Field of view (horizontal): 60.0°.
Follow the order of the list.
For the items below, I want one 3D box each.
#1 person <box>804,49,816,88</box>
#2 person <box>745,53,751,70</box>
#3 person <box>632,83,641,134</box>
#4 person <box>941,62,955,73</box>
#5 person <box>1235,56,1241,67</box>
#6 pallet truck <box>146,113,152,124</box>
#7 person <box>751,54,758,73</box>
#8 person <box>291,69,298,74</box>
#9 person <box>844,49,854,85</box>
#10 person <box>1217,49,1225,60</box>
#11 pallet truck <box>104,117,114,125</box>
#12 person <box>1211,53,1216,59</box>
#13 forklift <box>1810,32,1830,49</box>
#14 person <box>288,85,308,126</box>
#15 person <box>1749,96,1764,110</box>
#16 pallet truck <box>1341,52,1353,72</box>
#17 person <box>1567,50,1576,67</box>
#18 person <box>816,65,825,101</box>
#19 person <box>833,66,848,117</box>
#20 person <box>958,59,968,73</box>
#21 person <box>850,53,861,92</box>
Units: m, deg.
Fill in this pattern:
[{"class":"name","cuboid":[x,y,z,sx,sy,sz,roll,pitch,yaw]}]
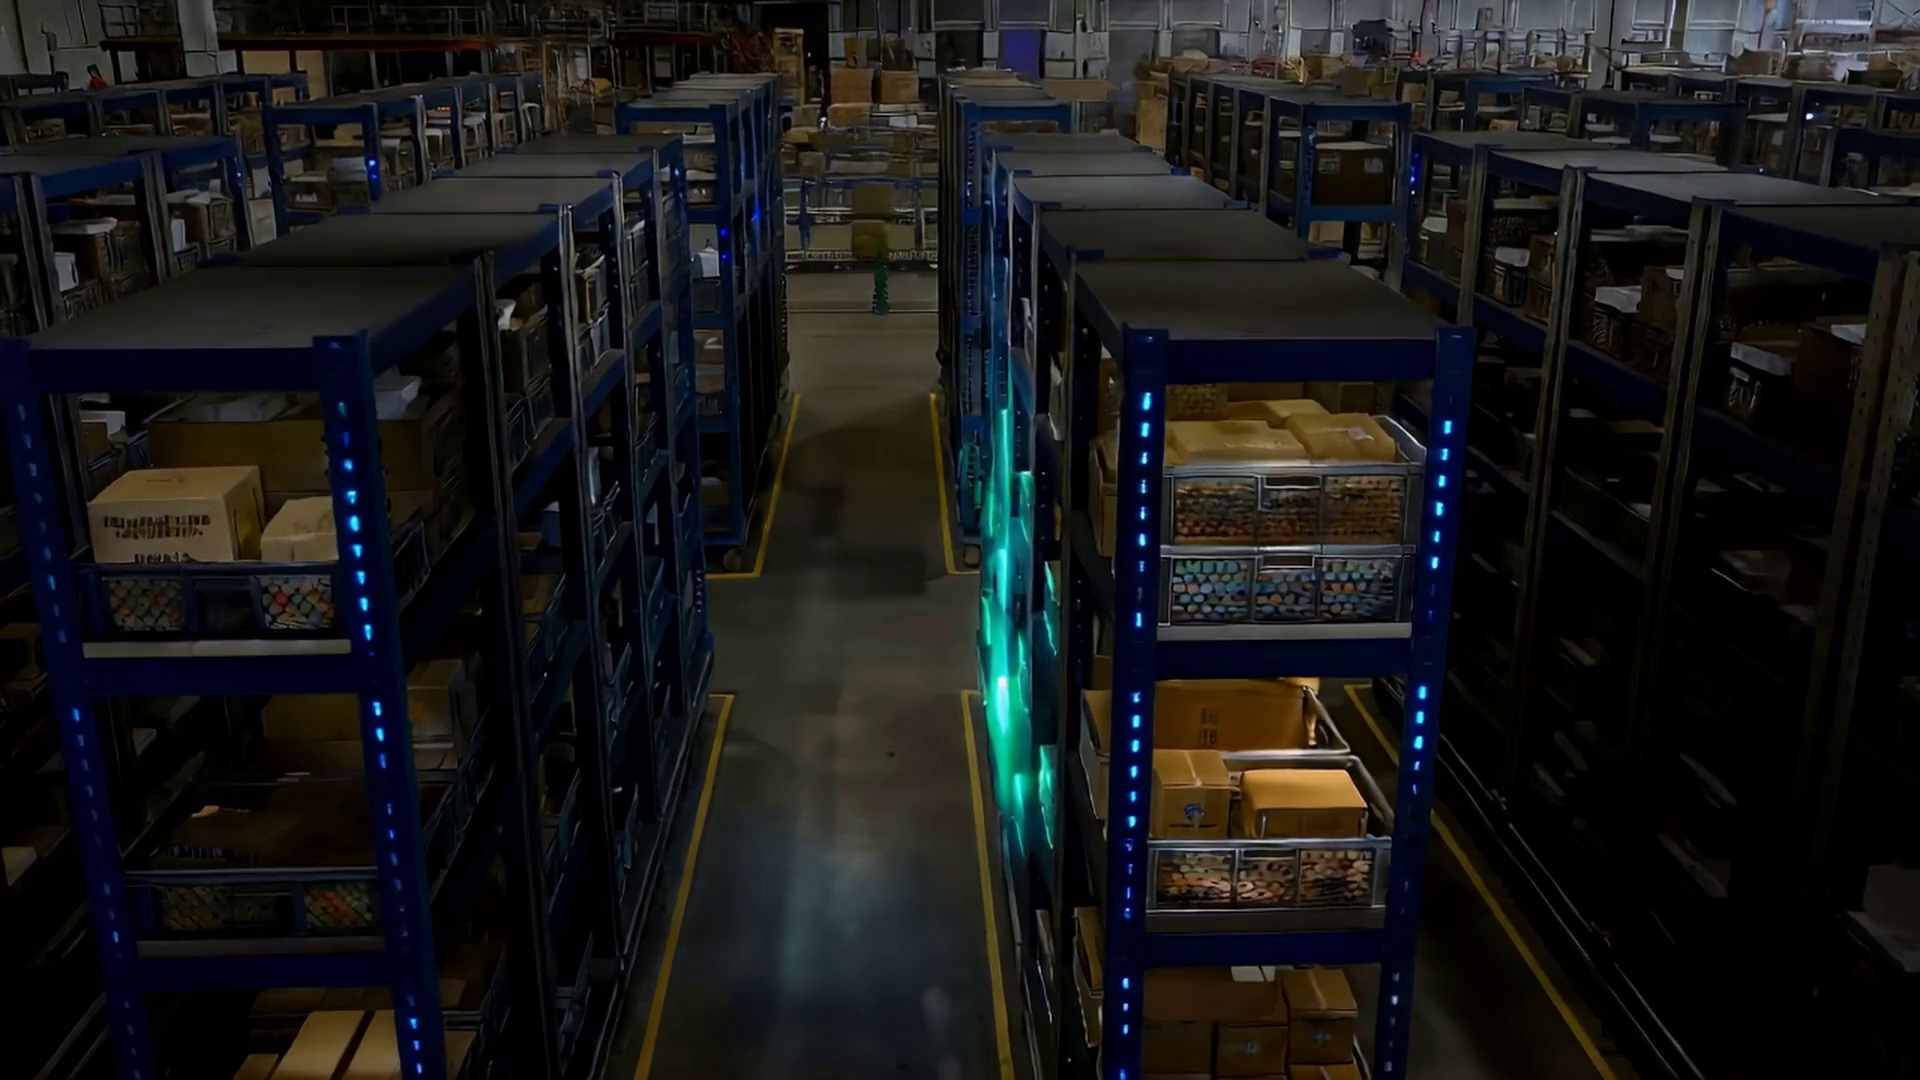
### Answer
[{"class":"person","cuboid":[-7.850,-24.627,86.887,0.610,1.996,0.378,4,18,13]},{"class":"person","cuboid":[-11.193,-25.030,88.563,0.852,1.726,0.545,-15,23,-38]},{"class":"person","cuboid":[-10.672,-14.236,55.125,0.398,1.756,0.525,4,18,12]},{"class":"person","cuboid":[-0.541,-19.077,69.845,0.653,1.915,0.439,1,18,4]},{"class":"person","cuboid":[13.250,-22.341,80.058,0.859,1.838,0.554,-6,19,-19]},{"class":"pallet truck","cuboid":[-18.087,-8.309,36.390,1.885,1.965,0.823,-1,18,-4]},{"class":"person","cuboid":[-10.833,-24.768,87.650,0.942,1.804,0.633,-11,21,-31]},{"class":"person","cuboid":[-25.027,-16.758,62.664,0.408,1.918,0.623,-16,24,-40]},{"class":"person","cuboid":[-6.063,-25.853,90.873,0.587,1.875,0.663,-9,20,-25]},{"class":"person","cuboid":[13.596,-24.699,87.132,0.484,1.979,0.641,8,19,23]},{"class":"pallet truck","cuboid":[-18.367,-7.885,35.078,1.885,1.965,0.823,1,18,2]},{"class":"person","cuboid":[13.115,-24.129,85.655,0.910,1.800,0.649,8,20,24]},{"class":"forklift","cuboid":[45.954,-25.830,89.194,1.129,2.768,1.873,-1,18,-2]},{"class":"person","cuboid":[-22.980,-15.157,57.763,0.579,1.882,0.342,-13,22,-35]},{"class":"person","cuboid":[32.414,-18.238,67.362,0.845,1.860,0.609,4,18,13]},{"class":"pallet truck","cuboid":[18.794,-23.123,82.231,0.823,1.965,1.885,-13,22,-35]},{"class":"person","cuboid":[33.284,-25.819,90.834,0.944,1.837,0.602,-13,22,-35]},{"class":"person","cuboid":[-5.472,-17.684,65.495,0.377,1.938,0.547,-2,18,-7]},{"class":"person","cuboid":[-4.602,-16.957,63.082,0.745,2.000,0.693,4,18,13]},{"class":"person","cuboid":[0.033,-19.709,71.683,0.938,2.011,0.614,-9,20,-25]},{"class":"person","cuboid":[-5.210,-23.390,83.244,0.551,1.896,1.014,-1,18,-2]}]
